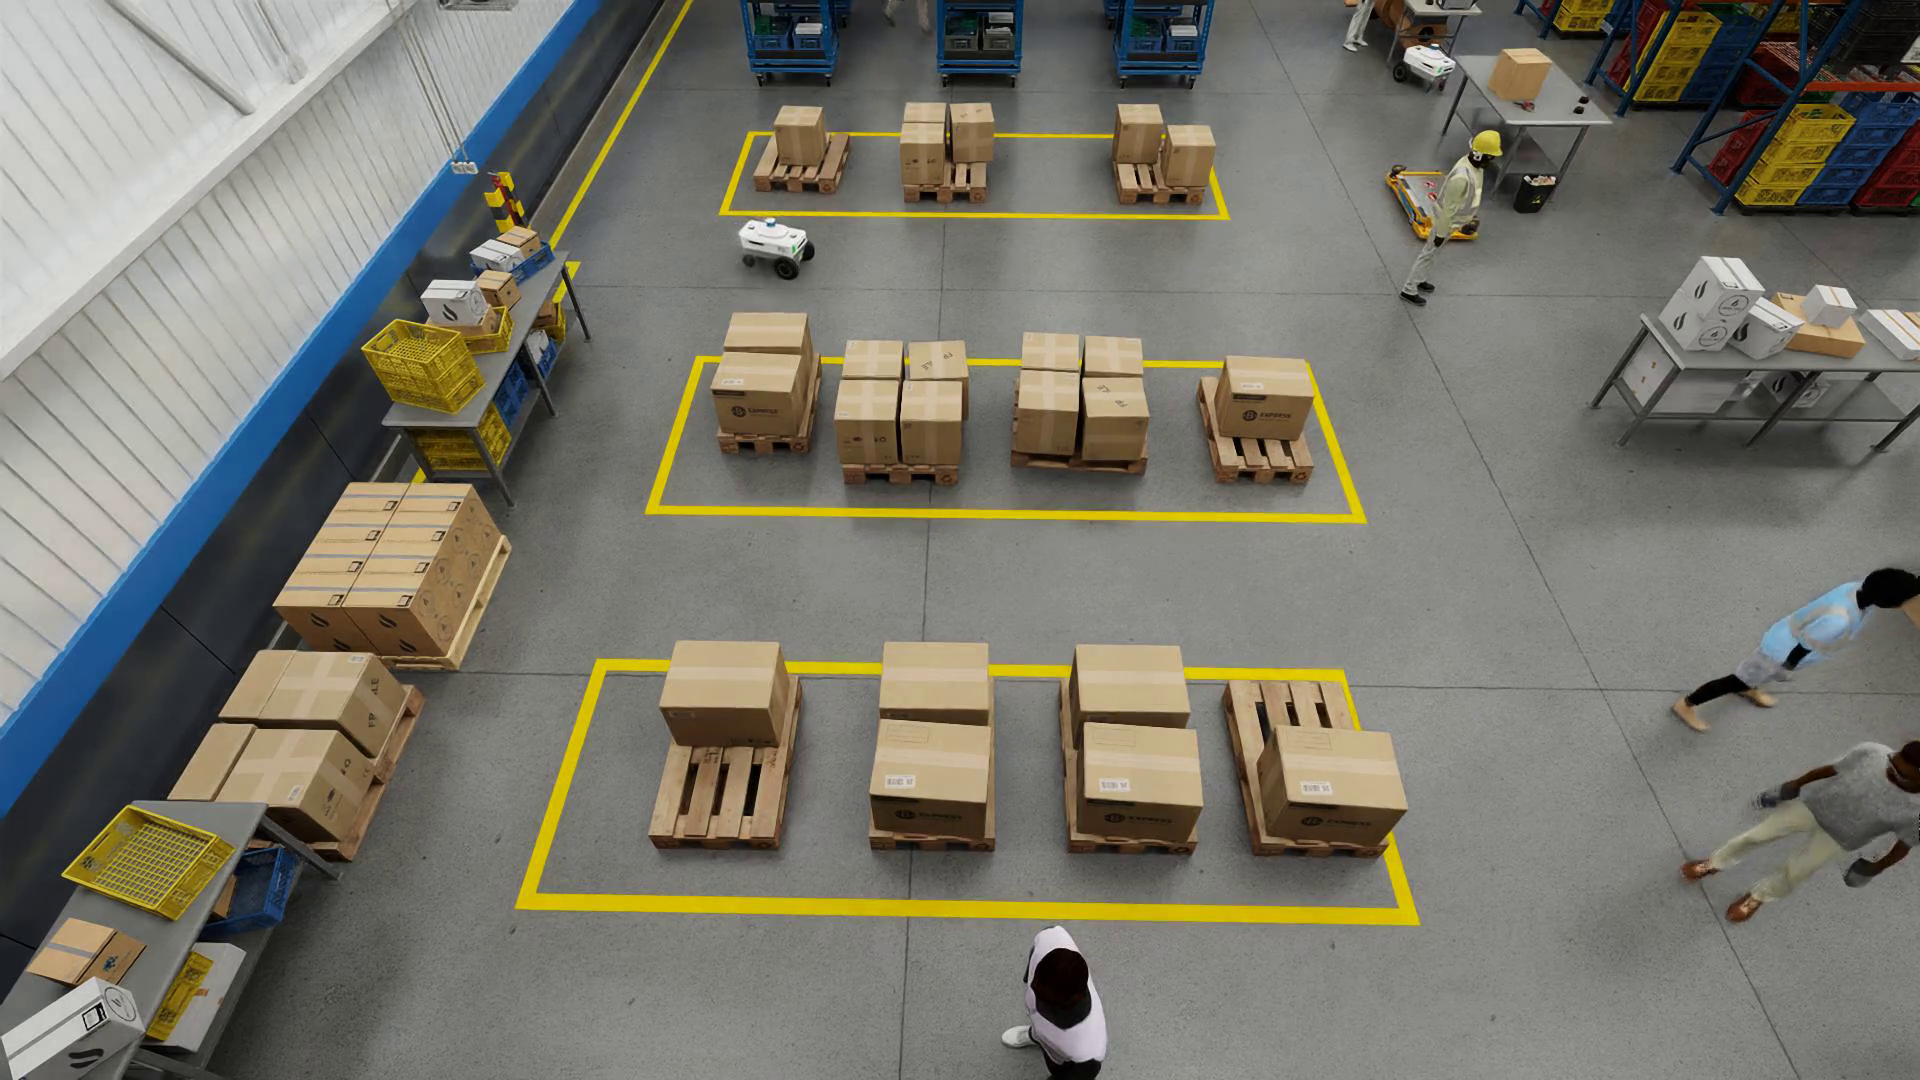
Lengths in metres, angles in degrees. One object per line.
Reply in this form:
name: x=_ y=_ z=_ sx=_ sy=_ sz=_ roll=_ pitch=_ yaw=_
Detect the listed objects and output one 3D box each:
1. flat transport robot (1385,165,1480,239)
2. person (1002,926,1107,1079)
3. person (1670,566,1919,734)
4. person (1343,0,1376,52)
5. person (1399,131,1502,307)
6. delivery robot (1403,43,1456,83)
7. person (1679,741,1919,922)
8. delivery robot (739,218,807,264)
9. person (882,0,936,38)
flat transport robot: x=5.692 y=-4.094 z=11.059 sx=0.652 sy=0.197 sz=1.431 roll=1 pitch=49 yaw=1
person: x=0.473 y=2.330 z=4.417 sx=0.372 sy=1.916 sz=0.597 roll=-14 pitch=51 yaw=-12
person: x=5.492 y=0.693 z=6.002 sx=0.616 sy=1.675 sz=0.402 roll=-30 pitch=55 yaw=-23
person: x=6.191 y=-8.267 z=13.776 sx=0.517 sy=1.633 sz=0.311 roll=-36 pitch=58 yaw=-27
person: x=4.980 y=-3.251 z=9.309 sx=0.403 sy=1.823 sz=0.590 roll=28 pitch=55 yaw=22
delivery robot: x=6.778 y=-6.902 z=13.243 sx=0.477 sy=0.478 sz=0.707 roll=-23 pitch=53 yaw=-19
person: x=4.803 y=1.613 z=5.090 sx=0.403 sy=1.849 sz=0.607 roll=-12 pitch=50 yaw=-10
delivery robot: x=-2.063 y=-3.319 z=10.142 sx=0.707 sy=0.478 sz=0.477 roll=15 pitch=51 yaw=13
person: x=-0.830 y=-8.842 z=14.072 sx=0.965 sy=1.945 sz=0.632 roll=34 pitch=57 yaw=26
